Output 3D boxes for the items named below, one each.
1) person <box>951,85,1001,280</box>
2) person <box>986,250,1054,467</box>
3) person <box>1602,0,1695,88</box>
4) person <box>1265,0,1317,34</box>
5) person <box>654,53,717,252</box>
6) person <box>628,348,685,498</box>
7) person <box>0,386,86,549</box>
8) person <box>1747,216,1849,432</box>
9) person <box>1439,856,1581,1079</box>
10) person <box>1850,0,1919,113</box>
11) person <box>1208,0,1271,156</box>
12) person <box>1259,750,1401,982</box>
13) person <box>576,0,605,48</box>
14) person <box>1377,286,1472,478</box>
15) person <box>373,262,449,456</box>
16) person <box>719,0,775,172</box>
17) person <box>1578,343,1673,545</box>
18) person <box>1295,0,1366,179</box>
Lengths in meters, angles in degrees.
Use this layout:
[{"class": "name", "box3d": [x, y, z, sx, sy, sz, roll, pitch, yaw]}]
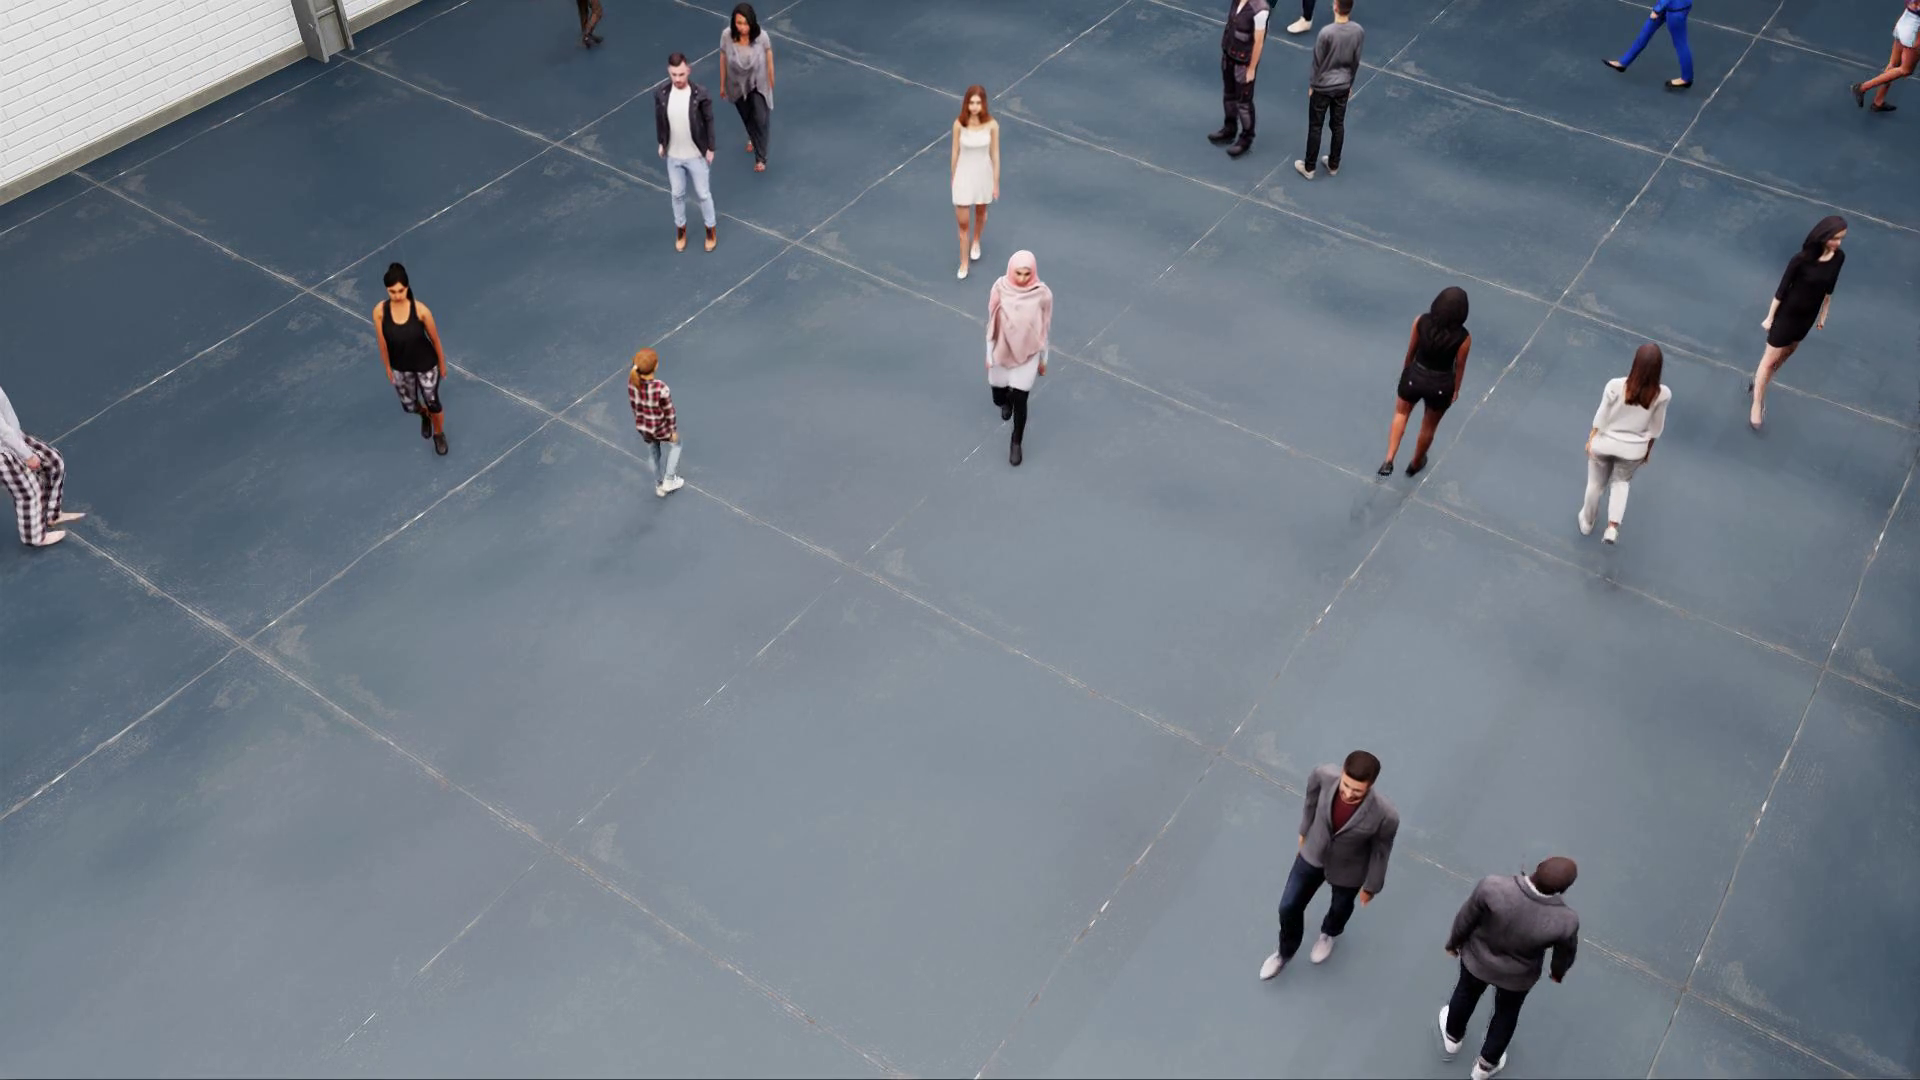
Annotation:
[{"class": "person", "box3d": [0.133, -3.157, 14.245, 0.840, 1.693, 0.967, 2, 44, 2]}, {"class": "person", "box3d": [0.417, -1.407, 12.339, 0.856, 1.789, 0.976, 5, 44, 5]}, {"class": "person", "box3d": [7.169, -5.244, 16.464, 0.875, 1.655, 1.138, 16, 46, 16]}, {"class": "person", "box3d": [3.616, -6.110, 17.282, 1.111, 1.781, 0.987, -14, 45, -14]}, {"class": "person", "box3d": [-2.347, -3.374, 14.373, 0.748, 1.832, 0.742, 5, 44, 5]}, {"class": "person", "box3d": [-2.237, -0.810, 12.068, 0.584, 1.299, 0.575, 17, 46, 17]}, {"class": "person", "box3d": [-6.695, -0.637, 11.502, 0.836, 1.830, 0.783, -25, 49, -24]}, {"class": "person", "box3d": [6.319, -1.711, 12.649, 0.793, 1.801, 0.853, -8, 44, -8]}, {"class": "person", "box3d": [2.785, 2.172, 8.570, 0.785, 1.807, 0.655, 13, 45, 13]}, {"class": "person", "box3d": [9.070, -4.896, 16.045, 0.869, 1.729, 0.848, 3, 44, 3]}, {"class": "person", "box3d": [2.655, -4.521, 15.566, 0.743, 1.846, 0.739, -18, 46, -18]}, {"class": "person", "box3d": [2.077, 1.683, 9.052, 0.713, 1.849, 0.813, 27, 50, 25]}, {"class": "person", "box3d": [-3.950, -5.687, 17.202, 0.597, 1.278, 0.556, -32, 52, -29]}, {"class": "person", "box3d": [3.352, -1.072, 12.031, 0.616, 1.728, 0.832, 23, 48, 23]}, {"class": "person", "box3d": [-4.066, -1.372, 12.402, 0.746, 1.652, 0.807, -7, 44, -7]}, {"class": "person", "box3d": [-1.964, -4.306, 15.546, 0.924, 1.562, 1.115, 6, 44, 6]}, {"class": "person", "box3d": [4.611, -0.621, 11.593, 0.773, 1.680, 0.881, 8, 44, 8]}, {"class": "person", "box3d": [3.410, -4.167, 15.259, 0.661, 1.759, 0.739, -10, 45, -10]}]
